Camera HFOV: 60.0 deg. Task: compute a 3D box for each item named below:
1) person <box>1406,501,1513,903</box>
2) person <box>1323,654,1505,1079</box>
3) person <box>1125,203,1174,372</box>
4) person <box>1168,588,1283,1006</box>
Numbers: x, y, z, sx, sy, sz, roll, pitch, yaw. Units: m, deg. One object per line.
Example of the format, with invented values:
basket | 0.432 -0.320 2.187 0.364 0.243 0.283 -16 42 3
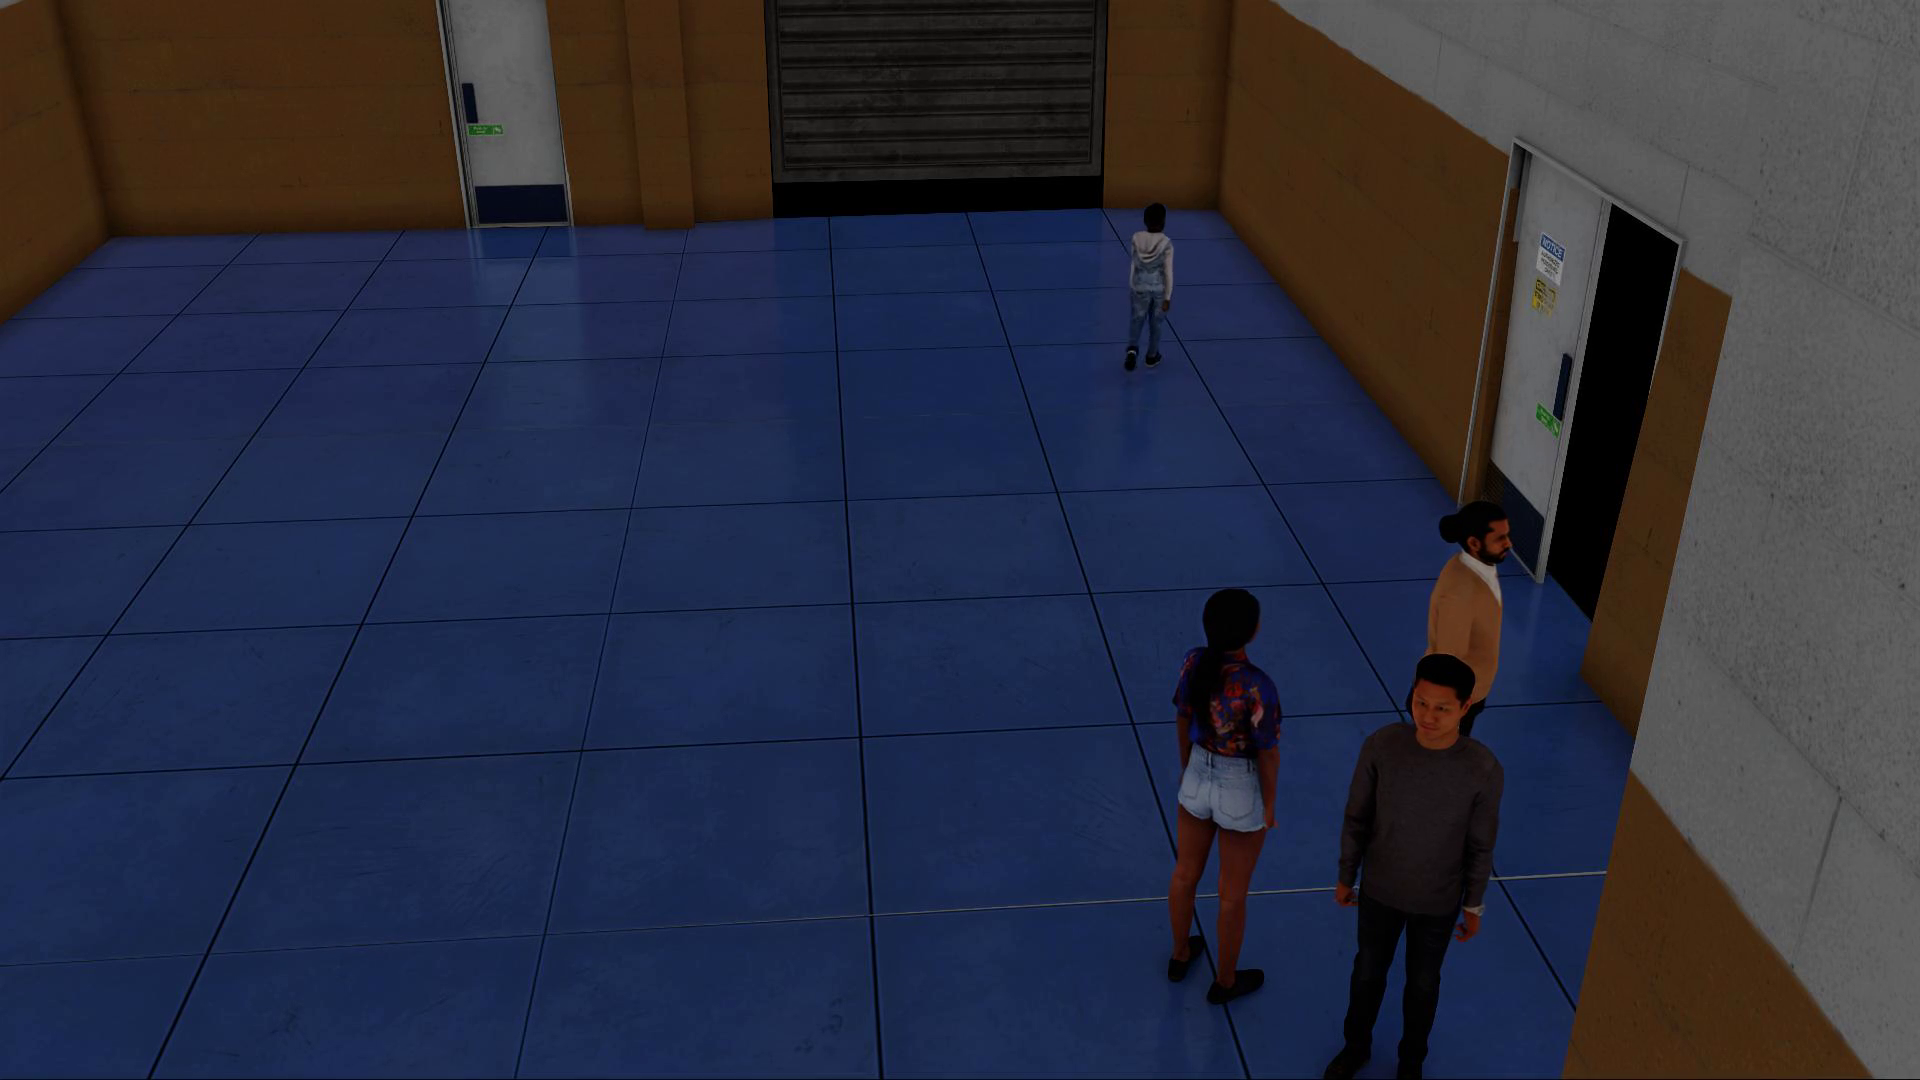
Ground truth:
person | 1.984 0.636 6.723 0.757 1.754 0.750 12 29 22
person | 1.545 1.171 5.660 0.646 1.768 0.780 -9 28 -17
person | 1.361 -1.823 12.141 0.740 1.246 0.710 9 28 17
person | 0.965 0.940 6.143 0.665 1.743 0.716 23 35 37
